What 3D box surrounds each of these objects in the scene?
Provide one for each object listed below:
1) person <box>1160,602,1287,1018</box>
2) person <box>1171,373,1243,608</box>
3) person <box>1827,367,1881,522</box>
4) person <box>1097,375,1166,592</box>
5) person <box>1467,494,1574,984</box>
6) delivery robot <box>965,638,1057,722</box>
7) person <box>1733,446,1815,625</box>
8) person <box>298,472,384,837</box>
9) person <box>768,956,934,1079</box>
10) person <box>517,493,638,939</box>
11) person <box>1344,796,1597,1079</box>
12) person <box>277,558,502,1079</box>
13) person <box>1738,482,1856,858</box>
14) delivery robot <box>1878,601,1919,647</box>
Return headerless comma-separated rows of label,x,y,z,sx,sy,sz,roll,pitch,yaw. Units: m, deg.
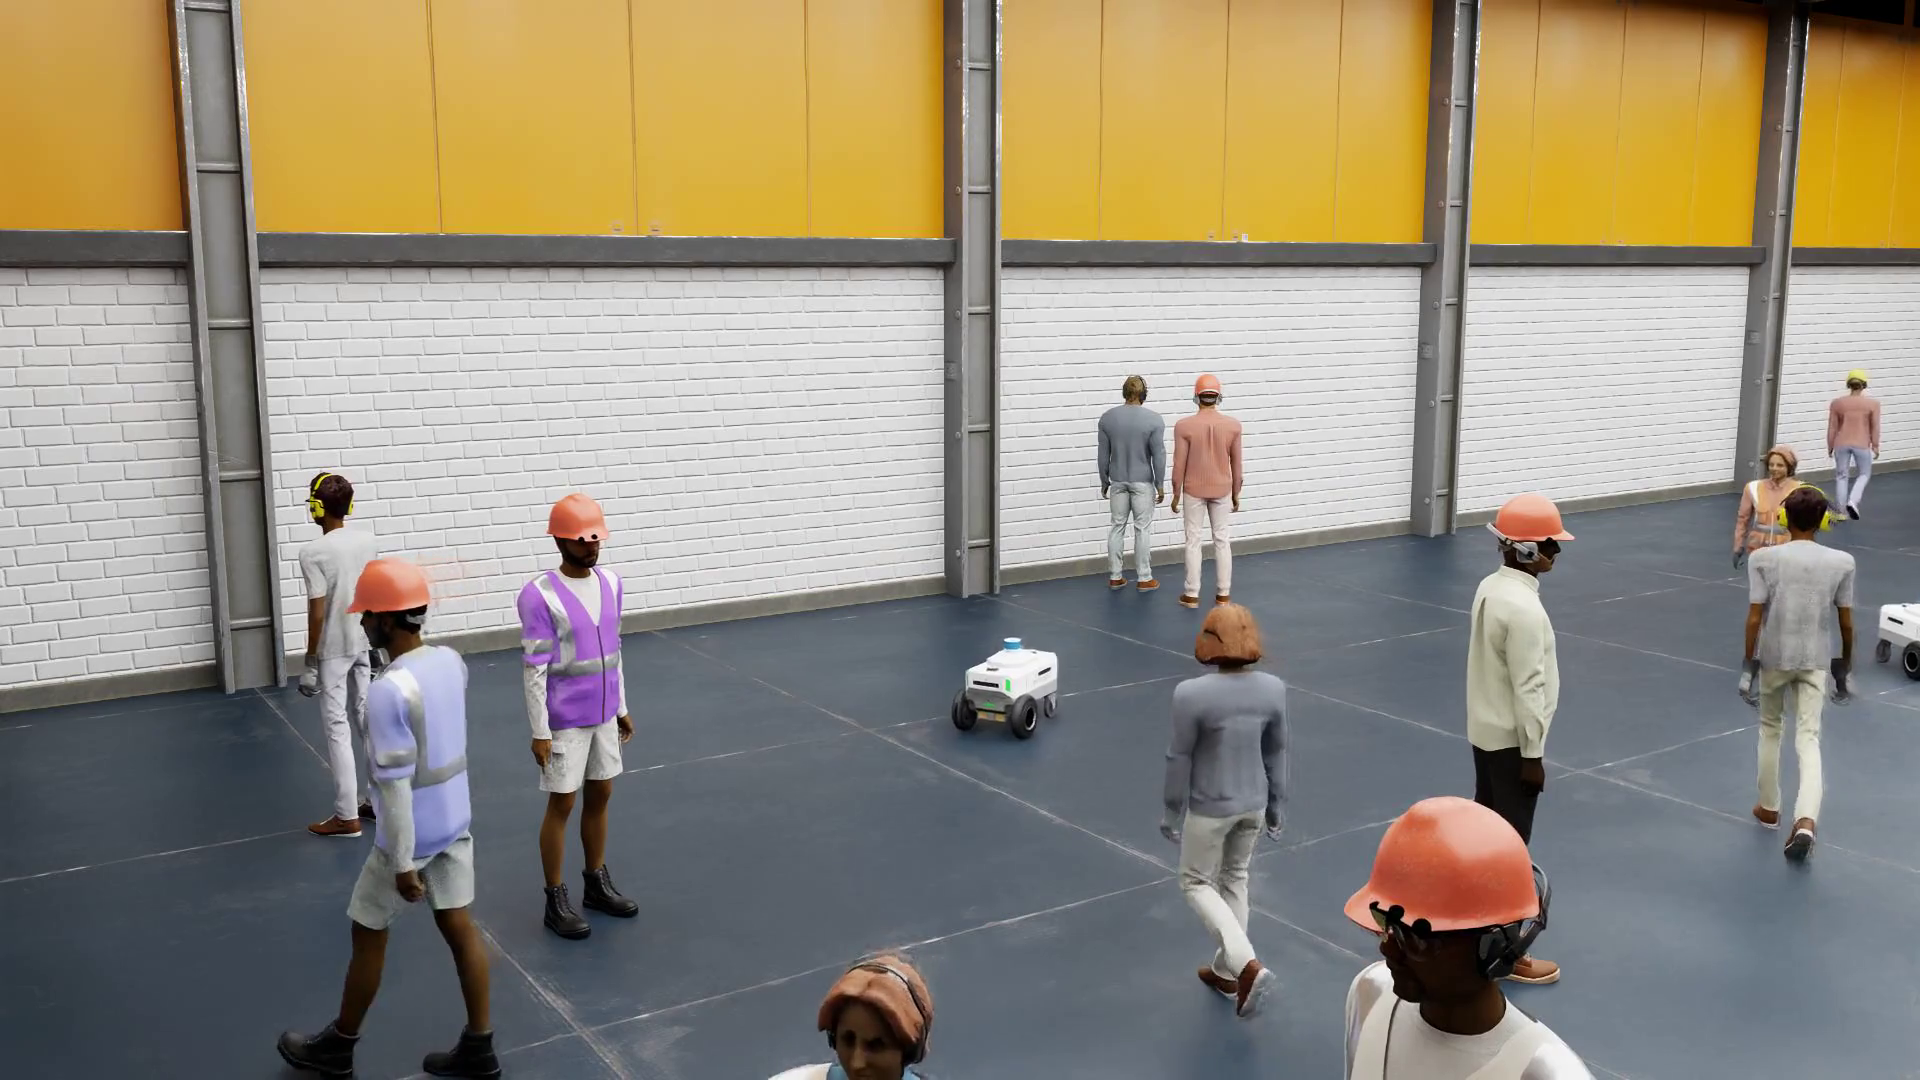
person,1.059,1.053,6.443,0.508,1.615,0.540,-4,10,-24
person,2.093,-0.417,14.156,0.623,1.992,0.396,-1,10,-8
person,10.090,-1.069,18.788,0.551,1.752,0.372,8,12,38
person,1.536,-0.504,14.853,0.635,1.937,0.352,5,11,27
person,2.271,0.800,6.828,0.381,1.994,0.617,0,9,0
delivery robot,0.331,0.863,10.494,0.477,0.478,0.707,5,11,29
person,6.002,0.097,12.242,0.530,1.607,0.819,8,12,41
person,-3.171,0.584,8.503,0.313,1.869,0.538,4,10,23
person,-0.159,1.570,3.345,0.508,1.609,0.793,3,10,17
person,-1.643,0.754,7.273,0.362,1.935,0.553,6,11,34
person,0.811,1.431,2.877,0.371,2.044,0.608,-5,11,-26
person,-2.036,1.001,5.910,0.837,1.903,0.554,3,10,16
person,4.194,0.634,8.320,0.528,1.839,0.895,3,10,19
delivery robot,6.907,0.631,11.867,0.477,0.478,0.707,0,9,-3
